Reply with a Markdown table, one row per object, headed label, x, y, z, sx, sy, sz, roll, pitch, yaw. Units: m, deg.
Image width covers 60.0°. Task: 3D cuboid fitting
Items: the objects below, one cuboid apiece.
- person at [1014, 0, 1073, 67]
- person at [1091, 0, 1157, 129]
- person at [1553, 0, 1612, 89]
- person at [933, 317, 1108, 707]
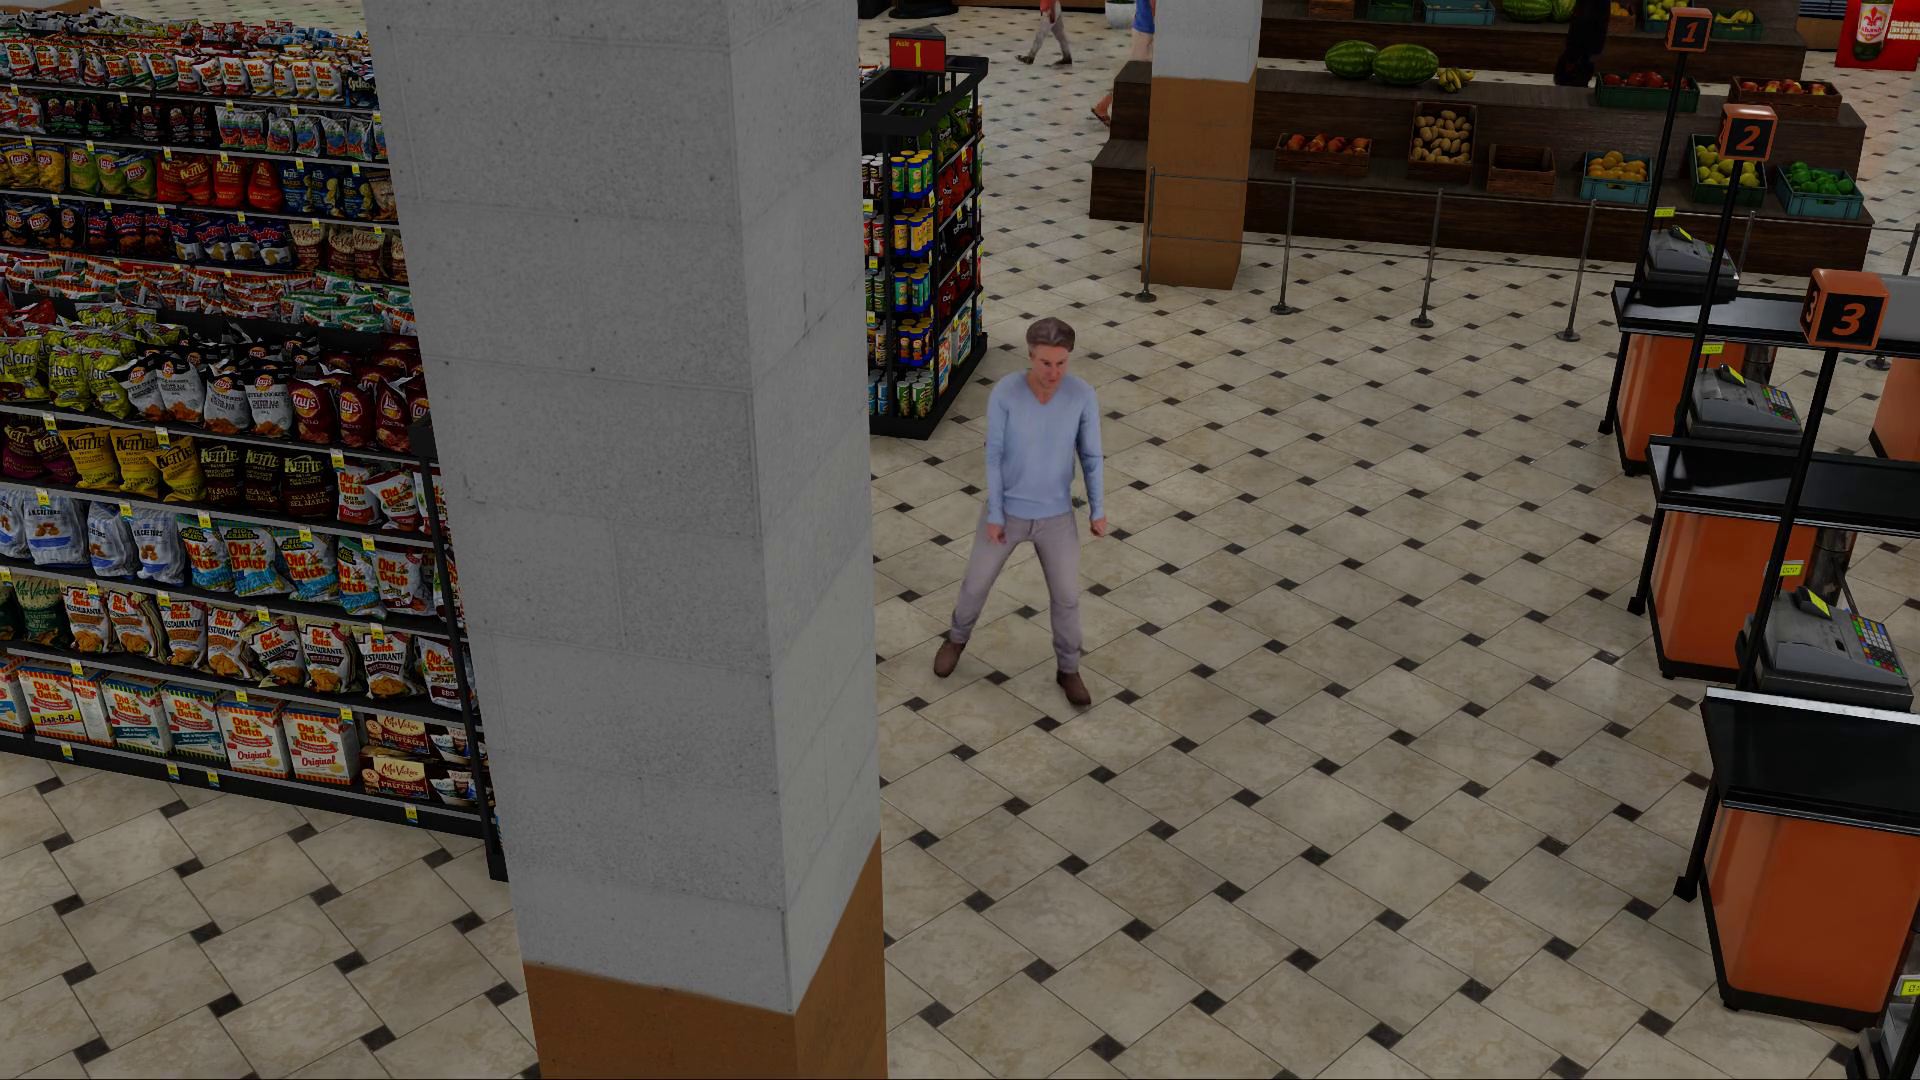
| label | x | y | z | sx | sy | sz | roll | pitch | yaw |
| --- | --- | --- | --- | --- | --- | --- | --- | --- | --- |
| person | 1.084 | -5.943 | 18.664 | 0.895 | 1.278 | 0.534 | 5 | 29 | 9 |
| person | 1.737 | -4.922 | 16.208 | 1.271 | 1.840 | 0.836 | 1 | 29 | 1 |
| person | 6.015 | -4.660 | 15.758 | 0.688 | 1.811 | 0.737 | 11 | 31 | 19 |
| person | 0.343 | -0.125 | 7.386 | 0.885 | 1.875 | 1.104 | -1 | 29 | -2 |
